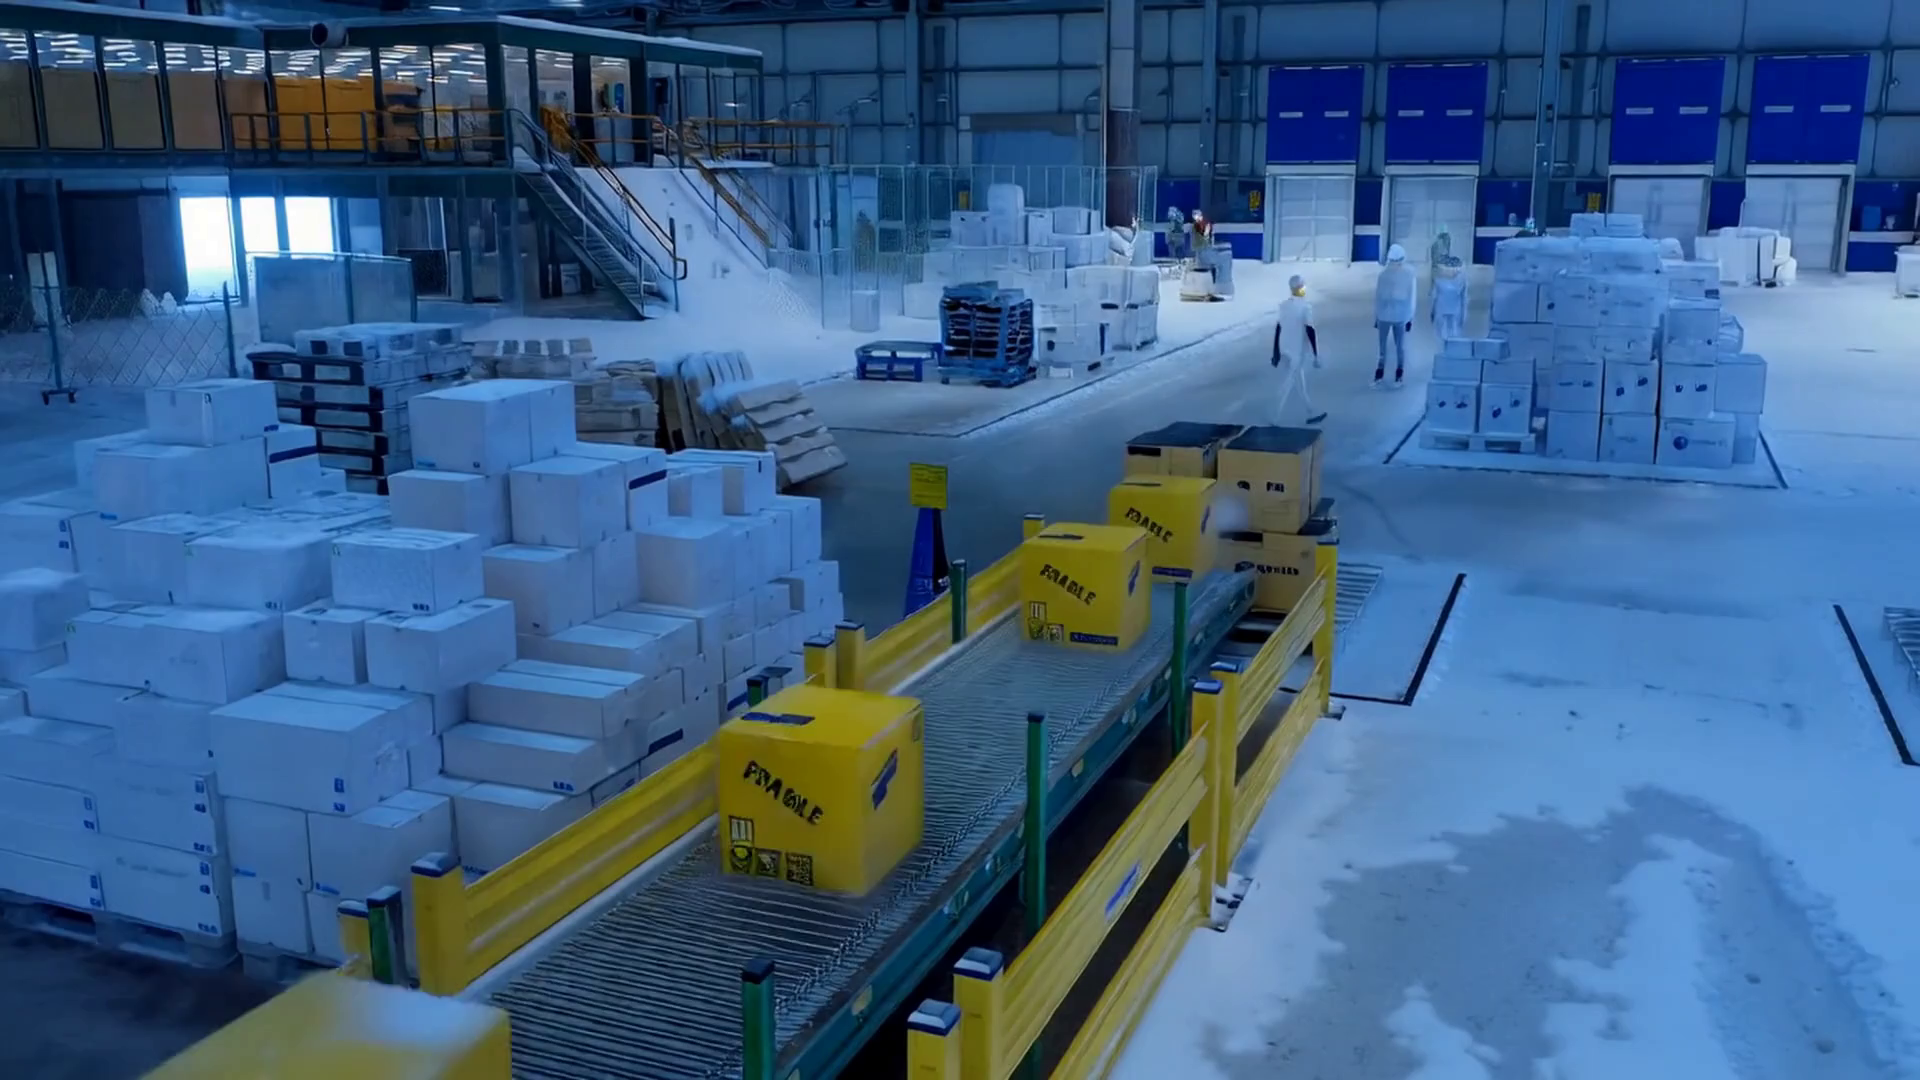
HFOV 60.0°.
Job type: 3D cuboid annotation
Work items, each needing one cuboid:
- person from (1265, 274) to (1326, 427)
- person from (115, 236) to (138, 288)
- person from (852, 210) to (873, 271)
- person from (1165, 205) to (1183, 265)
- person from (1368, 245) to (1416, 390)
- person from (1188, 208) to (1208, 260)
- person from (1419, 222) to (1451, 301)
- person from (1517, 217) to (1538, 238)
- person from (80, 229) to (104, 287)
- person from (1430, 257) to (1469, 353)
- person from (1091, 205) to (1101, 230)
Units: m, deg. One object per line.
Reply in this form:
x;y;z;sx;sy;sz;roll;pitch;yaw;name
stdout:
3.908;-2.158;19.264;1.008;1.822;0.509;-6;14;-26;person
-21.244;-7.314;42.352;0.932;1.825;0.557;-1;13;-6;person
-2.912;-8.941;49.712;0.637;1.815;0.445;-5;14;-23;person
6.662;-9.371;51.413;0.634;1.921;0.754;-9;15;-34;person
5.966;-3.065;22.950;0.391;1.989;0.609;-11;17;-40;person
6.927;-8.709;48.447;0.589;1.907;0.562;-2;13;-8;person
10.990;-6.445;38.504;0.690;1.823;0.635;7;14;27;person
13.102;-6.530;38.644;0.634;1.926;0.648;-8;15;-31;person
-22.206;-7.377;42.530;0.672;1.867;0.906;-3;13;-12;person
7.411;-3.422;25.184;0.536;1.724;0.935;2;13;10;person
4.131;-9.483;51.932;0.771;1.909;0.571;-3;13;-12;person
